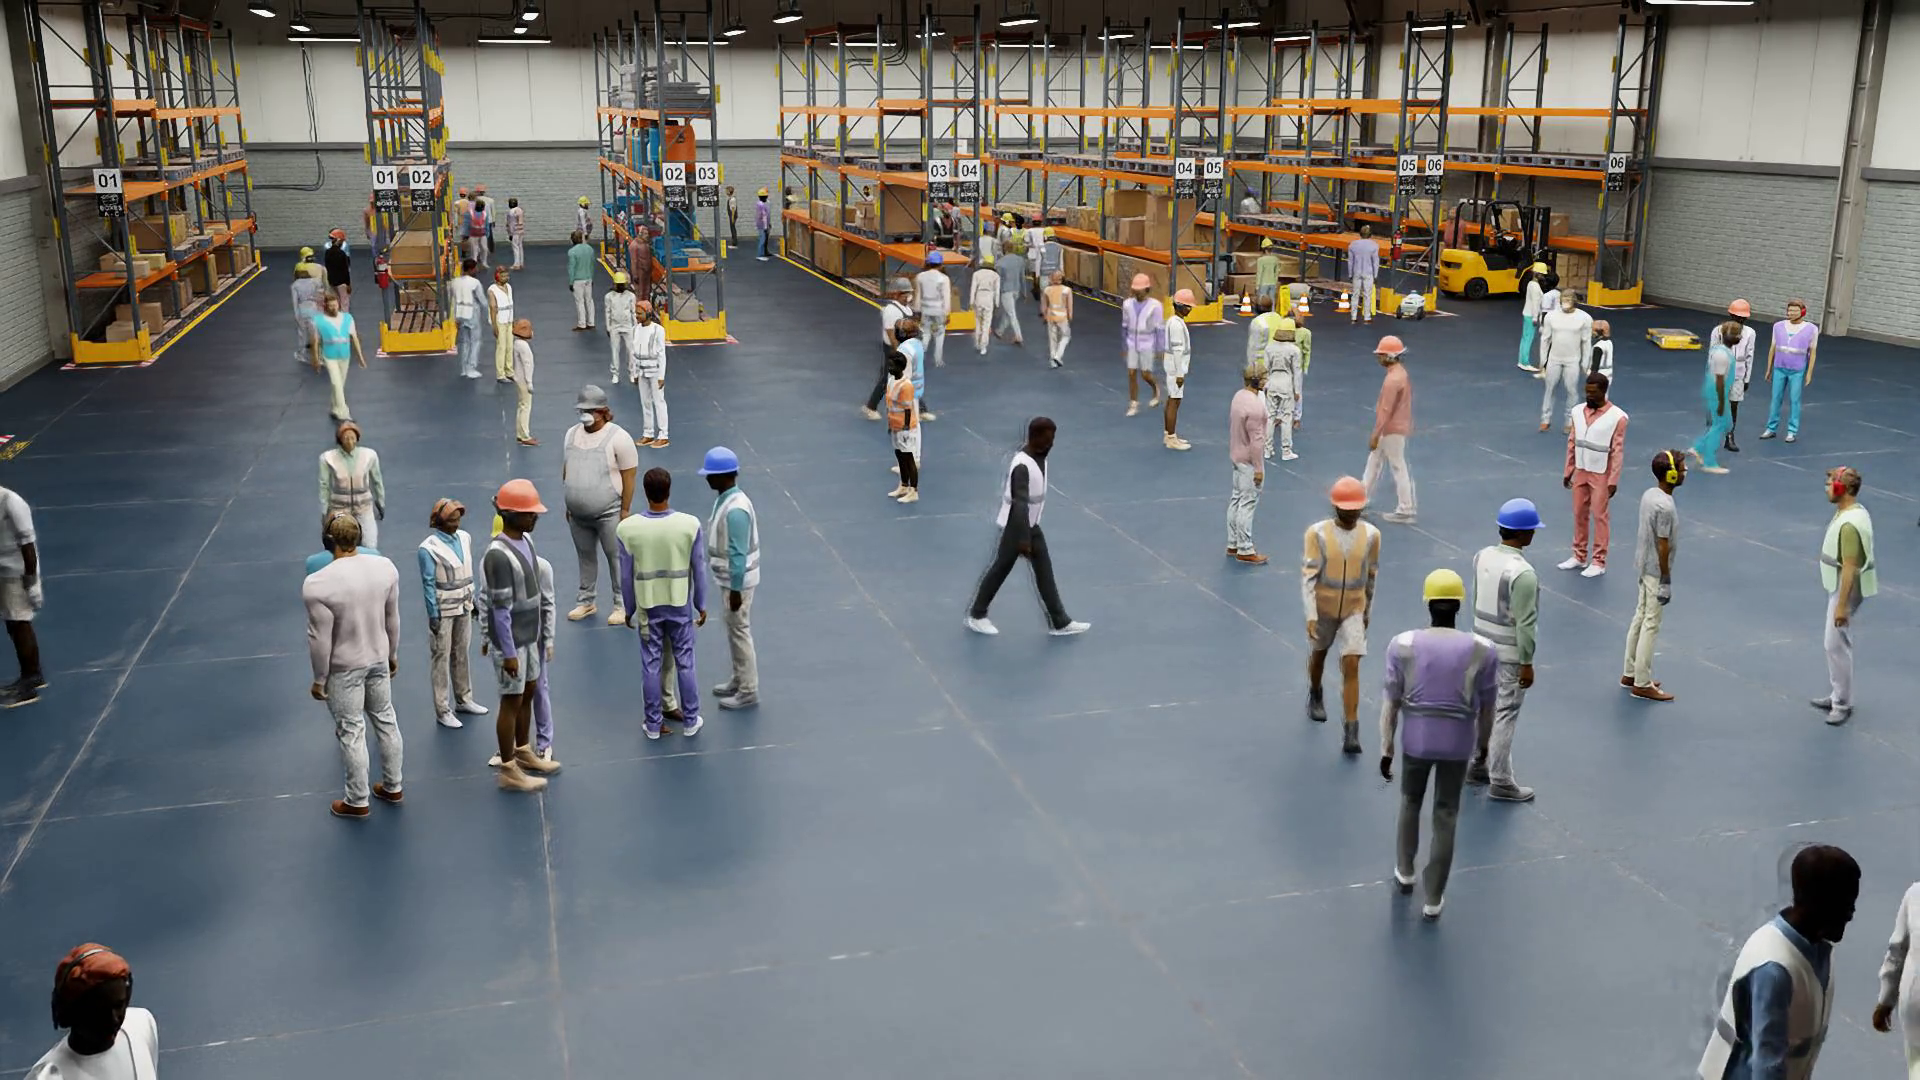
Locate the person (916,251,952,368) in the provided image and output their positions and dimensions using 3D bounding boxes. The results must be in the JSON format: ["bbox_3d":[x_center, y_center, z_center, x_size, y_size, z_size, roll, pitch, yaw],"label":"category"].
[{"bbox_3d":[-0.435,-3.766,27.316,0.629,1.927,0.501,7,17,26],"label":"person"}]

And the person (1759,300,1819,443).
[{"bbox_3d":[10.775,-2.199,21.582,0.373,1.843,0.572,-13,20,-41],"label":"person"}]

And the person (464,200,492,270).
[{"bbox_3d":[-12.449,-7.848,42.938,0.705,1.808,0.431,-12,19,-39],"label":"person"}]

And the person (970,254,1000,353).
[{"bbox_3d":[0.450,-4.163,29.246,0.496,1.694,0.811,3,15,10],"label":"person"}]

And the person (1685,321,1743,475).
[{"bbox_3d":[8.962,-1.674,19.636,0.437,1.830,0.533,7,17,26],"label":"person"}]

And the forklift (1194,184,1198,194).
[{"bbox_3d":[7.392,-11.333,53.972,1.873,2.768,1.129,-4,15,-15],"label":"forklift"}]

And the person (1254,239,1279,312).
[{"bbox_3d":[5.824,-4.846,31.703,0.533,1.765,0.326,-9,17,-31],"label":"person"}]

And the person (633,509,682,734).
[{"bbox_3d":[-2.095,0.555,11.652,0.293,1.623,0.507,5,16,19],"label":"person"}]

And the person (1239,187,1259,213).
[{"bbox_3d":[8.138,-8.984,46.960,0.615,1.933,0.443,-11,18,-35],"label":"person"}]

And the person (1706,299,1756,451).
[{"bbox_3d":[9.699,-2.069,20.943,0.543,1.929,0.386,1,15,5],"label":"person"}]

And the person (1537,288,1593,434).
[{"bbox_3d":[8.011,-2.371,22.058,0.635,1.936,0.356,9,17,31],"label":"person"}]

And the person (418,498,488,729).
[{"bbox_3d":[-3.612,0.503,11.813,0.308,1.640,0.513,6,16,20],"label":"person"}]

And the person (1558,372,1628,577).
[{"bbox_3d":[5.914,-0.621,15.539,0.409,1.908,0.597,-8,17,-29],"label":"person"}]

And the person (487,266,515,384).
[{"bbox_3d":[-7.153,-3.361,25.997,0.411,1.831,0.570,4,15,14],"label":"person"}]

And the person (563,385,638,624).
[{"bbox_3d":[-3.083,-0.295,14.045,0.682,2.000,0.537,6,16,20],"label":"person"}]

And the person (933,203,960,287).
[{"bbox_3d":[-0.296,-6.867,38.901,0.610,1.974,1.059,-8,17,-26],"label":"person"}]

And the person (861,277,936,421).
[{"bbox_3d":[-0.873,-2.644,22.887,0.987,2.000,0.683,7,16,23],"label":"person"}]

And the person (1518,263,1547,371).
[{"bbox_3d":[9.392,-3.656,27.242,0.343,1.757,0.526,2,15,8],"label":"person"}]

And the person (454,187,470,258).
[{"bbox_3d":[-13.851,-8.876,46.535,0.549,1.936,0.376,-6,16,-20],"label":"person"}]

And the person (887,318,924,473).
[{"bbox_3d":[-0.648,-1.718,19.784,0.429,1.841,0.634,4,15,13],"label":"person"}]

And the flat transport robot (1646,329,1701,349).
[{"bbox_3d":[12.906,-3.659,30.094,0.652,0.197,1.431,3,15,11],"label":"flat transport robot"}]

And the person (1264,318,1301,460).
[{"bbox_3d":[3.979,-1.863,20.533,0.490,1.735,0.331,11,18,36],"label":"person"}]

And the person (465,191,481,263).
[{"bbox_3d":[-13.159,-8.466,45.008,0.448,1.922,0.650,7,16,24],"label":"person"}]

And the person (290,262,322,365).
[{"bbox_3d":[-10.971,-3.802,27.910,0.477,1.688,0.885,-11,18,-36],"label":"person"}]

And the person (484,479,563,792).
[{"bbox_3d":[-2.805,0.607,10.673,0.408,2.035,0.609,1,15,4],"label":"person"}]

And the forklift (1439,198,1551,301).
[{"bbox_3d":[11.913,-6.508,37.130,2.313,2.155,1.214,-4,15,-15],"label":"forklift"}]

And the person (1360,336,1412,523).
[{"bbox_3d":[4.376,-1.161,17.451,0.932,1.955,0.653,5,16,18],"label":"person"}]

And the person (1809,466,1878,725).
[{"bbox_3d":[6.318,0.390,11.889,0.416,1.827,0.618,8,17,27],"label":"person"}]

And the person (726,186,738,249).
[{"bbox_3d":[-6.754,-9.553,49.282,0.337,1.838,0.508,-2,15,-9],"label":"person"}]

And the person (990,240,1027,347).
[{"bbox_3d":[0.850,-4.457,30.025,0.642,1.871,1.068,-11,19,-37],"label":"person"}]

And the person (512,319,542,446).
[{"bbox_3d":[-5.585,-2.026,21.362,0.280,1.625,0.493,-6,16,-22],"label":"person"}]

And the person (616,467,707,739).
[{"bbox_3d":[-2.046,0.444,11.503,0.593,1.919,0.392,-3,15,-9],"label":"person"}]

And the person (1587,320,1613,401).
[{"bbox_3d":[8.141,-1.985,21.193,0.318,1.632,0.528,10,18,34],"label":"person"}]

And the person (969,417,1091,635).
[{"bbox_3d":[0.541,-0.103,13.695,1.043,1.850,0.662,6,16,20],"label":"person"}]

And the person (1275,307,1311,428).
[{"bbox_3d":[4.479,-2.330,22.483,0.498,1.634,0.281,9,17,31],"label":"person"}]

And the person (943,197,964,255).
[{"bbox_3d":[-0.161,-8.202,44.228,0.601,1.812,0.808,3,15,10],"label":"person"}]

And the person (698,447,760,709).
[{"bbox_3d":[-1.667,0.270,12.128,0.422,1.935,0.621,-4,15,-16],"label":"person"}]

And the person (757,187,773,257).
[{"bbox_3d":[-5.490,-8.938,46.795,0.392,1.929,0.545,10,18,33],"label":"person"}]

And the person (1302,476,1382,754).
[{"bbox_3d":[2.619,0.469,11.499,0.545,1.882,1.045,1,15,2],"label":"person"}]

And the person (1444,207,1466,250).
[{"bbox_3d":[11.528,-6.840,38.953,0.399,1.901,0.657,-4,15,-15],"label":"person"}]

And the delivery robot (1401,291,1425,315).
[{"bbox_3d":[9.177,-4.807,33.695,0.477,0.478,0.707,8,17,26],"label":"delivery robot"}]
